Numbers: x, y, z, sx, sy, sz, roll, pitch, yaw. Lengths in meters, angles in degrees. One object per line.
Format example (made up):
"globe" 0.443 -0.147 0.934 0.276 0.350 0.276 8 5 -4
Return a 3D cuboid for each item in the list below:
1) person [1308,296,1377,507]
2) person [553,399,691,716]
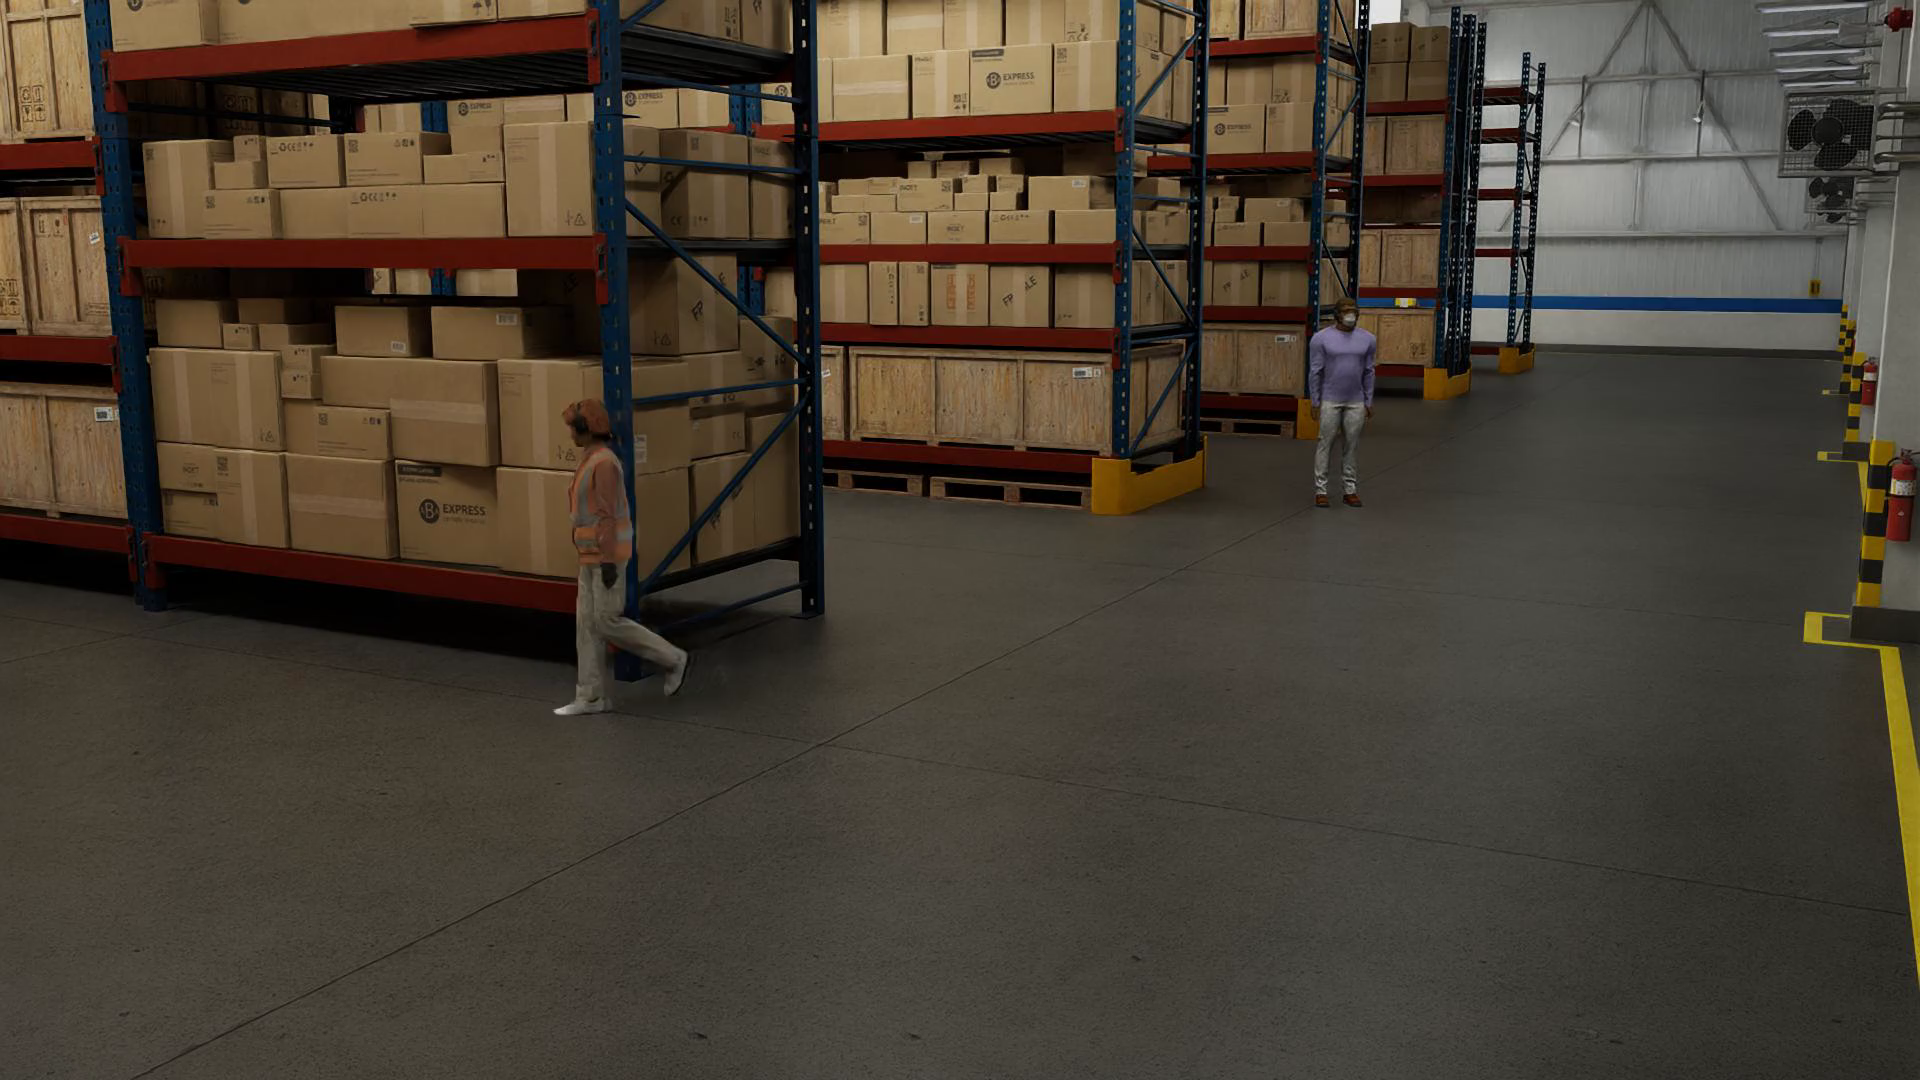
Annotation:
"person" 3.510 -1.265 15.292 0.631 1.940 0.370 -1 10 -6
"person" -1.746 0.088 8.431 0.631 1.609 0.534 -4 11 -23
